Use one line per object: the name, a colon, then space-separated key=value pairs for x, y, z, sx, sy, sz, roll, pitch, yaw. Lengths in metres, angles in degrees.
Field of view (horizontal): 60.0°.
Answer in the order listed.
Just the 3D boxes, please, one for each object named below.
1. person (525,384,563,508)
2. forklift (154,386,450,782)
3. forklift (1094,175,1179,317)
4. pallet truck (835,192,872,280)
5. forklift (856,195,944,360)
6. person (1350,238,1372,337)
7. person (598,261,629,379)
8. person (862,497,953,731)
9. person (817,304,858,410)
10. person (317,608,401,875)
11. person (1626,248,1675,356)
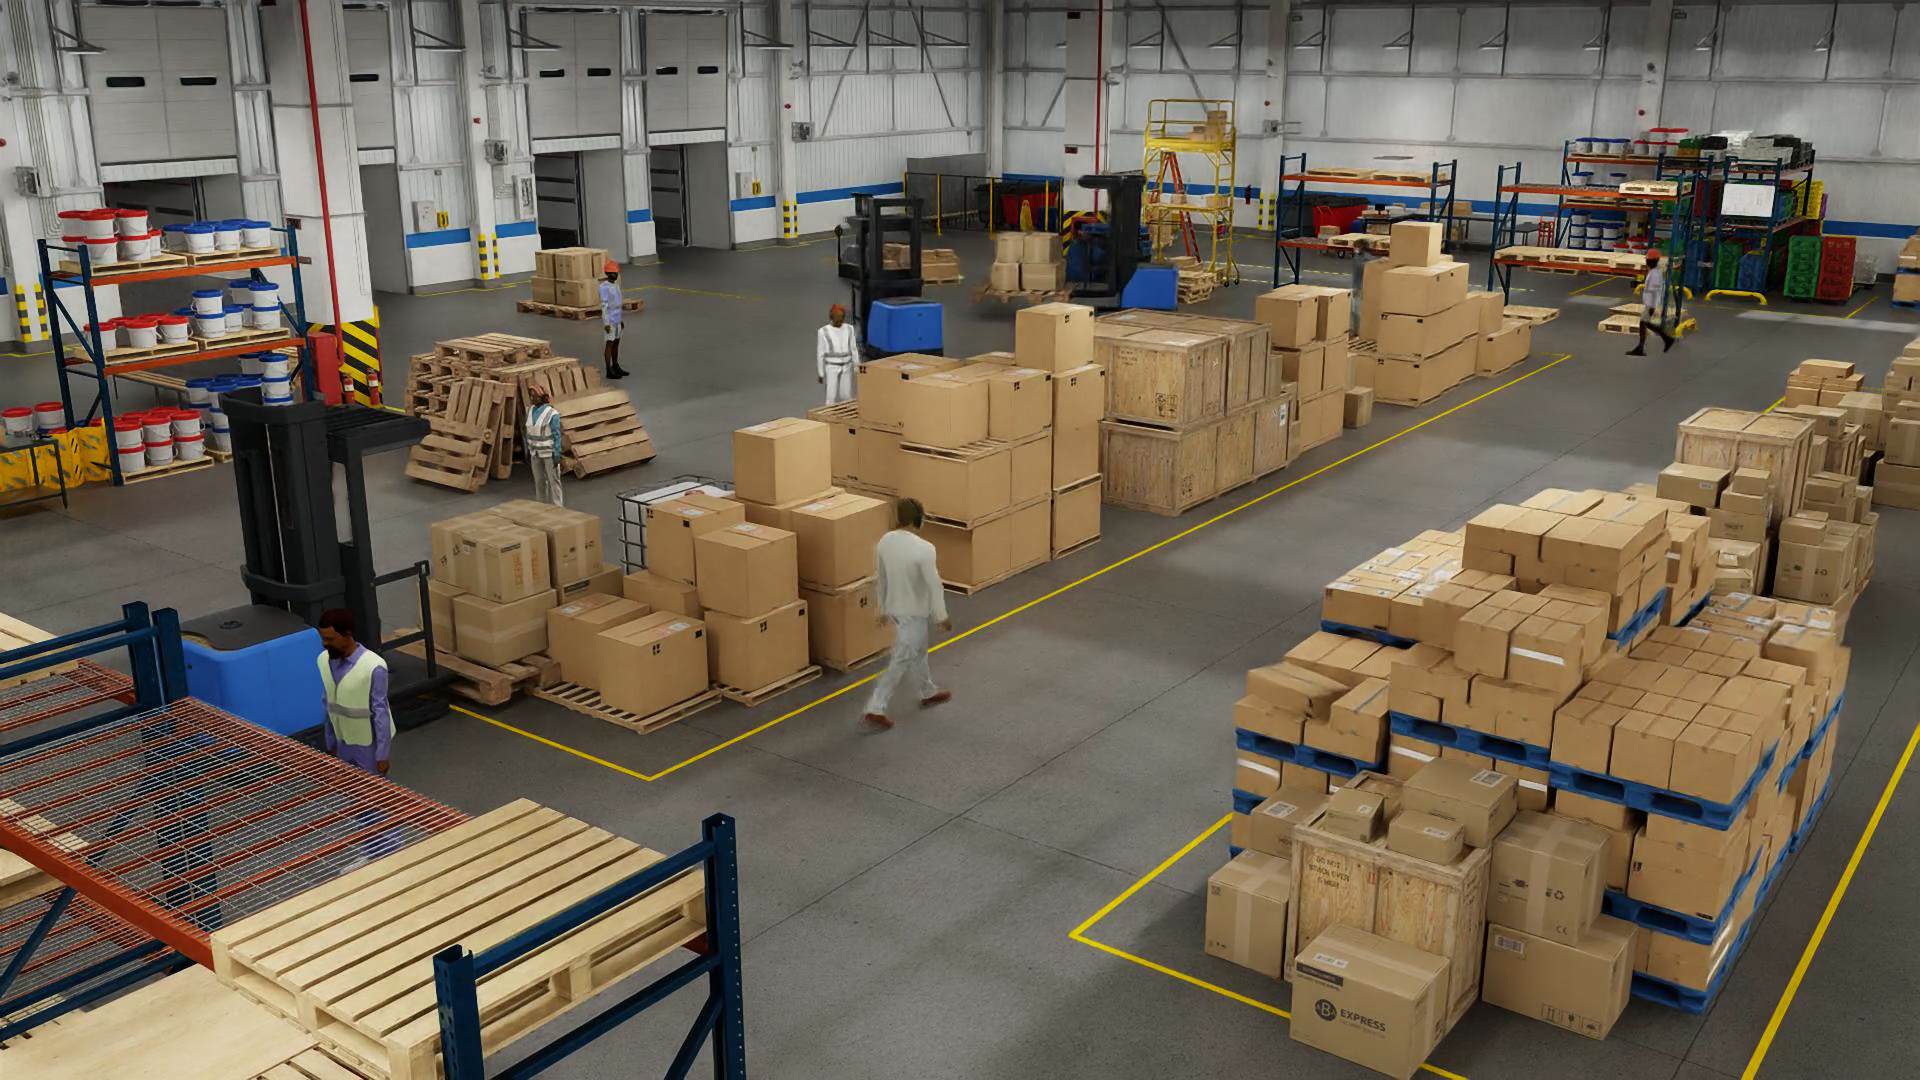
person: x=-4.793 y=-0.984 z=19.147 sx=0.511 sy=1.640 sz=0.308 roll=10 pitch=19 yaw=29
forklift: x=-5.236 y=0.232 z=13.005 sx=1.129 sy=2.768 sz=1.873 roll=12 pitch=21 yaw=35
forklift: x=3.397 y=-5.774 z=32.894 sx=1.873 sy=2.768 sz=1.129 roll=3 pitch=17 yaw=10
pallet truck: x=-1.936 y=-7.159 z=38.982 sx=1.885 sy=1.965 sz=0.823 roll=-12 pitch=21 yaw=-34
forklift: x=-1.094 y=-4.530 z=28.773 sx=1.129 sy=2.768 sz=1.873 roll=-7 pitch=18 yaw=-22
person: x=7.347 y=-4.619 z=30.705 sx=0.461 sy=1.915 sz=0.642 roll=-4 pitch=17 yaw=-11
person: x=-5.705 y=-3.632 z=27.406 sx=0.357 sy=1.938 sz=0.542 roll=5 pitch=17 yaw=15
person: x=-0.455 y=0.586 z=13.531 sx=1.018 sy=1.897 sz=0.643 roll=-12 pitch=21 yaw=-35
person: x=-1.716 y=-2.383 z=23.383 sx=0.582 sy=1.874 sz=0.429 roll=-11 pitch=20 yaw=-33
person: x=-3.972 y=1.343 z=10.995 sx=0.593 sy=1.907 sz=0.415 roll=9 pitch=19 yaw=28
person: x=12.245 y=-4.180 z=29.273 sx=0.718 sy=1.920 sz=0.549 roll=5 pitch=18 yaw=16
